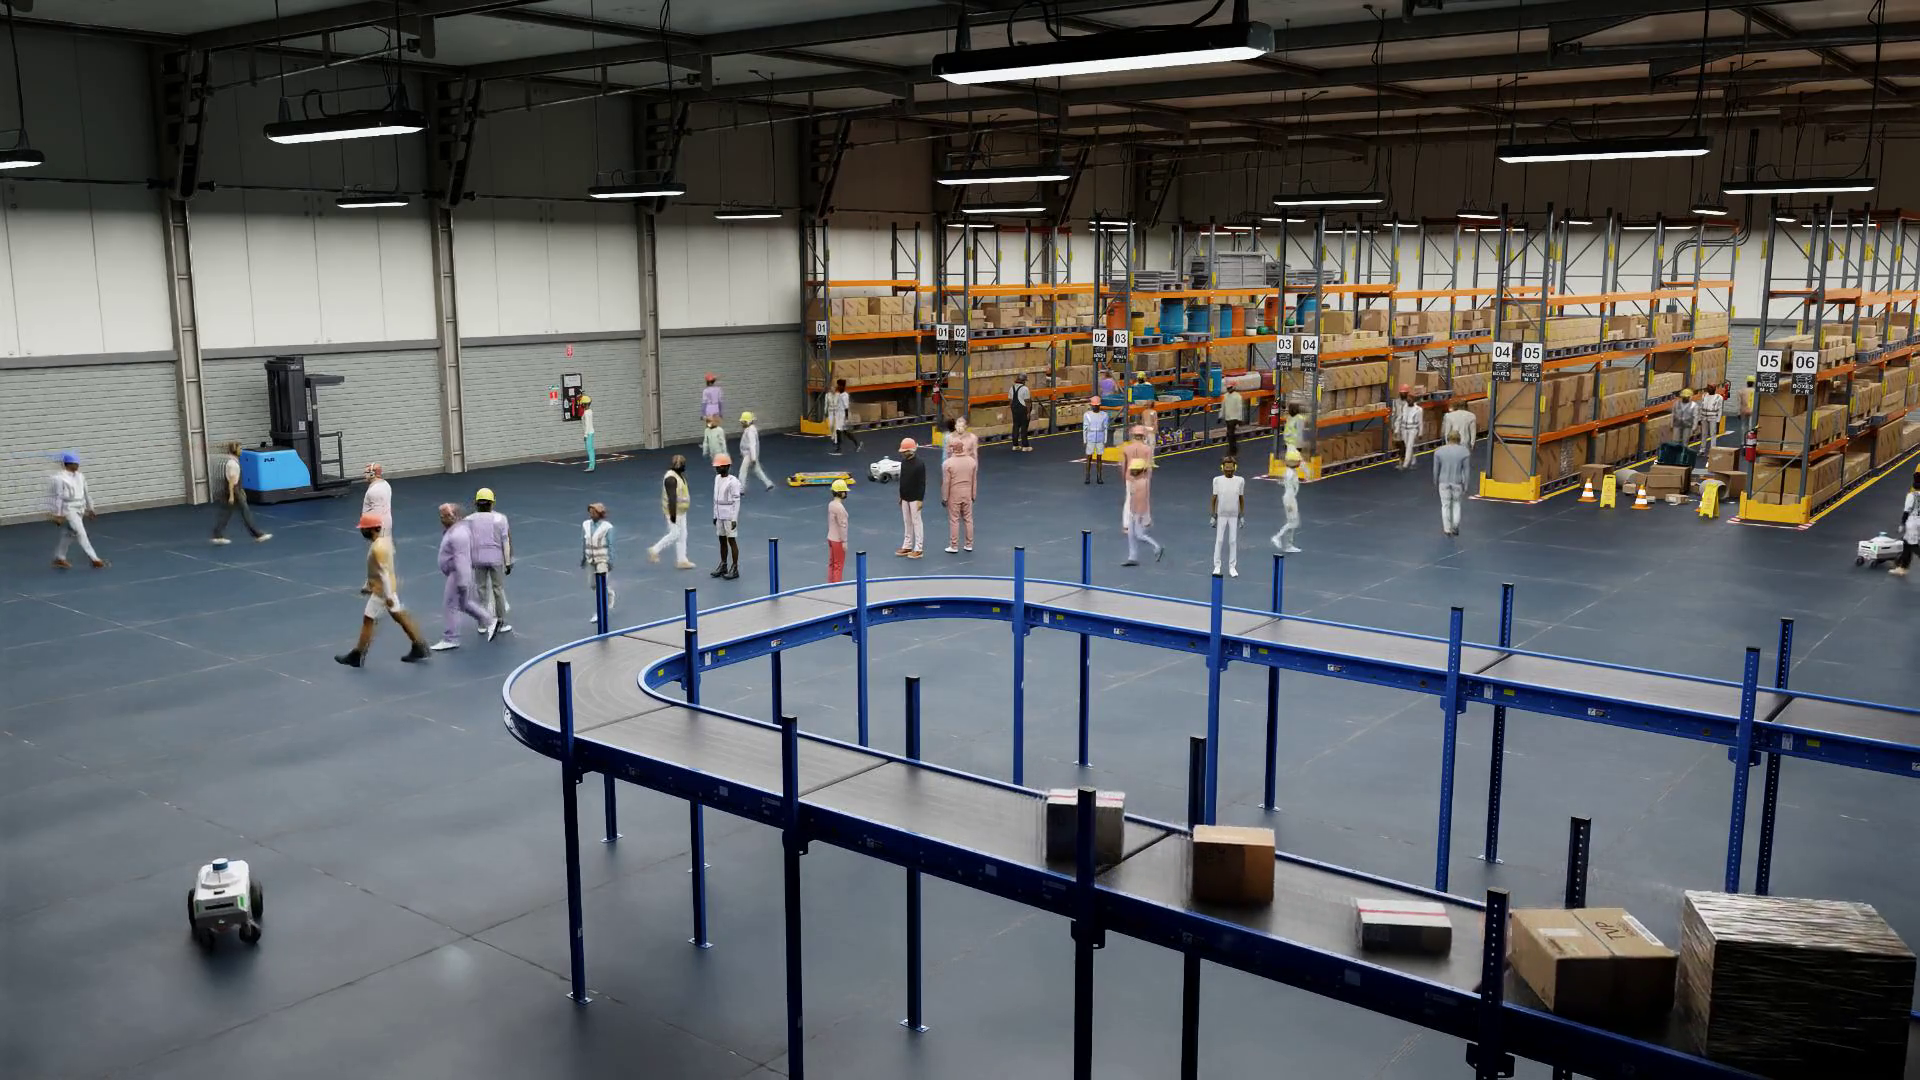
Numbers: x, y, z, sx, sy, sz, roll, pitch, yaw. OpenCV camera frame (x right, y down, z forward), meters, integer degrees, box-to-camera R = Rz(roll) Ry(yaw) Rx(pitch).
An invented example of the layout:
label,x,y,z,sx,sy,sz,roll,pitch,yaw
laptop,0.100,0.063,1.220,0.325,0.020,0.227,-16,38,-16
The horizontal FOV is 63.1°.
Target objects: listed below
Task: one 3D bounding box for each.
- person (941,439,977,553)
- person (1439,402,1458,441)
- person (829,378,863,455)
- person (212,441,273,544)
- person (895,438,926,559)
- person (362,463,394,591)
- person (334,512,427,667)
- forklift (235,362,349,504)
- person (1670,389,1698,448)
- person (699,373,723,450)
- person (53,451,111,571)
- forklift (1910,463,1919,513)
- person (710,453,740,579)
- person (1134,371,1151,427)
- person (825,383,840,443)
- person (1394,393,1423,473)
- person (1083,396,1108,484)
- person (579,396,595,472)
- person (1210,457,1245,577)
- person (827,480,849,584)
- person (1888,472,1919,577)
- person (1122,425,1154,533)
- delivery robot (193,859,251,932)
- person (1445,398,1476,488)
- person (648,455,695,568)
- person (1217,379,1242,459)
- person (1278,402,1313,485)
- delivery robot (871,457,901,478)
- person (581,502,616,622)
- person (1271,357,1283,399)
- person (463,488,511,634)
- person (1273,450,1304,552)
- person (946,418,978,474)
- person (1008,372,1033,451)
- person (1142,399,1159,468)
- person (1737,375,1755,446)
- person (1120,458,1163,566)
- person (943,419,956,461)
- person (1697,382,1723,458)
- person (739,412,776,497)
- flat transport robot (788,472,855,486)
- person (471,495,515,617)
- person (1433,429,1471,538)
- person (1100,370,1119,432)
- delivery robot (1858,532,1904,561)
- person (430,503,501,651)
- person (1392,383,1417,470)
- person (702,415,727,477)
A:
label,x,y,z,sx,sy,sz,roll,pitch,yaw
person,-0.031,-0.736,26.250,0.642,1.905,0.399,-5,11,-27
person,11.464,-2.427,36.586,0.423,1.621,0.503,-6,12,-32
person,-2.895,-3.128,39.627,0.826,1.940,0.601,-2,10,-12
person,-12.492,-0.815,27.008,0.973,1.796,0.556,-6,12,-29
person,-0.821,-0.696,25.797,0.396,1.985,0.608,-8,13,-37
person,-8.639,-0.197,23.203,0.401,1.910,0.640,-1,10,-6
person,-7.008,0.586,18.896,1.056,1.883,0.548,-2,10,-13
forklift,-13.803,-2.244,32.110,1.129,2.768,1.873,8,13,37
person,17.462,-2.745,37.814,0.626,1.805,0.771,7,12,35
person,-6.452,-3.310,40.496,0.952,2.001,0.627,7,12,33
person,-14.003,-0.464,24.757,1.021,1.893,0.634,1,10,4
forklift,19.034,-1.348,28.998,2.313,2.155,1.214,8,13,37
person,-3.625,-0.374,24.110,0.542,1.939,0.363,9,14,42
person,5.069,-3.821,43.823,0.600,1.827,0.404,7,12,35
person,-3.375,-3.422,42.139,0.544,1.621,0.414,1,10,4
person,10.516,-2.522,36.506,0.964,1.844,0.581,-9,14,-42
person,2.985,-2.202,34.406,0.548,1.937,0.379,0,10,-2
person,-8.674,-2.474,36.419,0.309,1.769,0.523,-1,10,-5
person,4.154,-0.363,24.255,0.534,1.866,0.315,1,10,3
person,-1.730,0.013,22.418,0.318,1.769,0.522,-4,11,-23
person,14.734,-0.213,23.987,0.523,1.661,0.805,-6,12,-31
person,3.200,-1.103,28.258,0.620,1.933,1.064,5,11,25
delivery robot,-5.355,2.559,11.357,0.477,0.478,0.707,-4,11,-22
person,10.817,-2.099,33.829,0.635,1.935,0.349,4,11,20
person,-4.584,-0.447,24.869,0.655,1.821,0.647,1,10,6
person,6.653,-3.001,38.831,0.797,1.965,0.642,-5,11,-25
person,7.382,-2.120,34.307,0.751,1.821,0.624,-1,10,-4
delivery robot,-1.636,-1.615,34.848,0.707,0.478,0.477,-9,13,-41
person,-4.903,0.270,21.410,0.515,1.615,0.655,5,11,27
person,10.879,-5.551,53.256,0.633,1.936,0.355,-3,11,-18
person,-6.189,0.277,20.509,0.585,1.917,0.381,-1,10,-6
person,5.544,-0.645,26.205,0.405,1.728,0.509,3,11,17
person,0.026,-1.399,30.030,0.651,1.893,0.443,2,10,13
person,1.610,-3.316,40.506,0.537,2.000,0.678,-10,14,-44
person,4.513,-2.537,37.134,0.310,1.636,0.523,-6,12,-31
person,20.788,-3.388,41.217,0.589,1.897,0.870,5,11,26
person,2.911,-0.443,25.045,0.580,1.744,0.526,-2,10,-12
person,-0.170,-1.646,31.970,0.373,1.681,0.553,-1,10,-4
person,18.727,-3.008,39.083,0.355,1.887,0.574,-6,12,-31
person,-4.290,-1.787,32.509,0.896,1.796,0.594,-1,10,-6
flat transport robot,-3.052,-1.354,34.444,1.431,0.197,0.652,-2,10,-10
person,-6.370,0.214,21.220,0.585,1.803,0.978,2,10,11
person,8.706,-1.007,27.761,0.621,1.915,0.611,3,10,15
person,4.224,-3.952,44.618,0.579,1.815,0.860,9,13,41
delivery robot,14.774,0.124,25.062,0.707,0.478,0.477,-3,11,-19
person,-6.277,0.442,19.735,0.809,1.875,0.650,-4,11,-19
person,10.486,-2.693,36.941,0.609,2.028,0.637,9,13,41
person,-5.249,-1.847,33.313,0.524,1.605,0.586,7,12,34
